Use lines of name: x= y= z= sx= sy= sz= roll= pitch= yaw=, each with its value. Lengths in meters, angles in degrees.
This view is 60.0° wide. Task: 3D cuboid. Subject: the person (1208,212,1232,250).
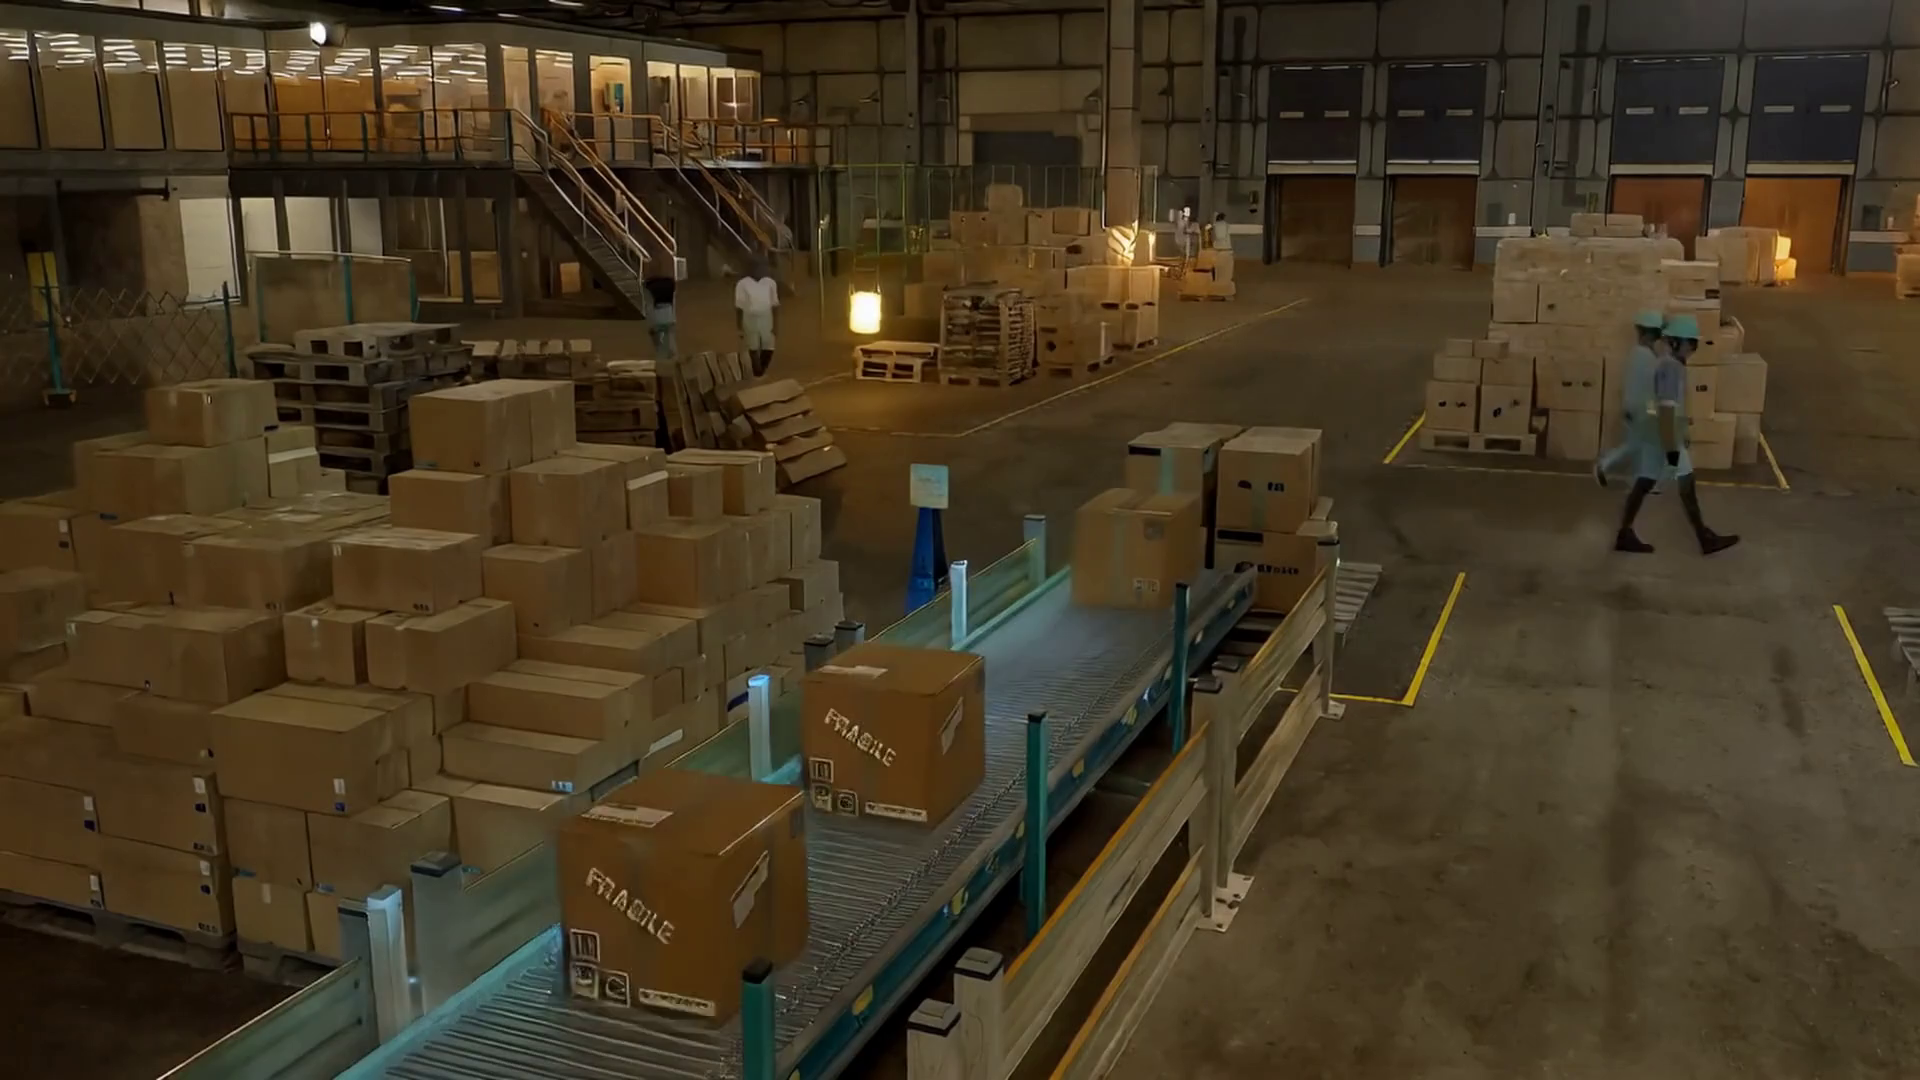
person: x=7.247 y=-8.262 z=46.637 sx=0.654 sy=1.819 sz=0.756 roll=-1 pitch=13 yaw=-7

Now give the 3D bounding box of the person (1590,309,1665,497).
person: x=6.246 y=-1.270 z=15.438 sx=0.504 sy=1.753 sz=0.528 roll=7 pitch=14 yaw=29

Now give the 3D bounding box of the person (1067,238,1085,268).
person: x=2.167 y=-4.930 z=31.934 sx=0.741 sy=1.721 sz=0.491 roll=-7 pitch=15 yaw=-30

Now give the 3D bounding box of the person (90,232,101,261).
person: x=-23.323 y=-7.759 z=44.791 sx=0.371 sy=1.621 sz=0.548 roll=5 pitch=13 yaw=21

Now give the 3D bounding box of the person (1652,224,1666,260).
person: x=15.499 y=-6.112 z=37.003 sx=0.539 sy=1.826 sz=0.979 roll=-6 pitch=14 yaw=-24

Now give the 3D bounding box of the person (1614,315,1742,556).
person: x=5.633 y=-0.788 z=12.945 sx=0.948 sy=1.892 sz=0.571 roll=9 pitch=15 yaw=34

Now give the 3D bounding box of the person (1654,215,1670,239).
person: x=19.276 y=-8.034 z=45.733 sx=1.013 sy=1.788 sz=0.648 roll=2 pitch=13 yaw=9

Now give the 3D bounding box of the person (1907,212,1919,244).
person: x=25.758 y=-7.881 z=44.816 sx=0.763 sy=1.879 sz=0.404 roll=-9 pitch=15 yaw=-34

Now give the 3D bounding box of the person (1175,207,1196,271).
person: x=6.730 y=-8.973 z=49.655 sx=0.614 sy=1.890 sz=1.000 roll=1 pitch=13 yaw=5

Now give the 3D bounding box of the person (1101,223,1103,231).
person: x=4.543 y=-9.206 z=50.610 sx=0.605 sy=1.929 sz=1.034 roll=11 pitch=17 yaw=40

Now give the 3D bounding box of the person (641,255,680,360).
person: x=-4.124 y=-2.956 z=22.771 sx=1.026 sy=1.853 sz=0.601 roll=10 pitch=16 yaw=38

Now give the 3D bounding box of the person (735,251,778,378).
person: x=-2.729 y=-2.877 z=22.218 sx=0.631 sy=1.947 sz=0.686 roll=-7 pitch=14 yaw=-28
